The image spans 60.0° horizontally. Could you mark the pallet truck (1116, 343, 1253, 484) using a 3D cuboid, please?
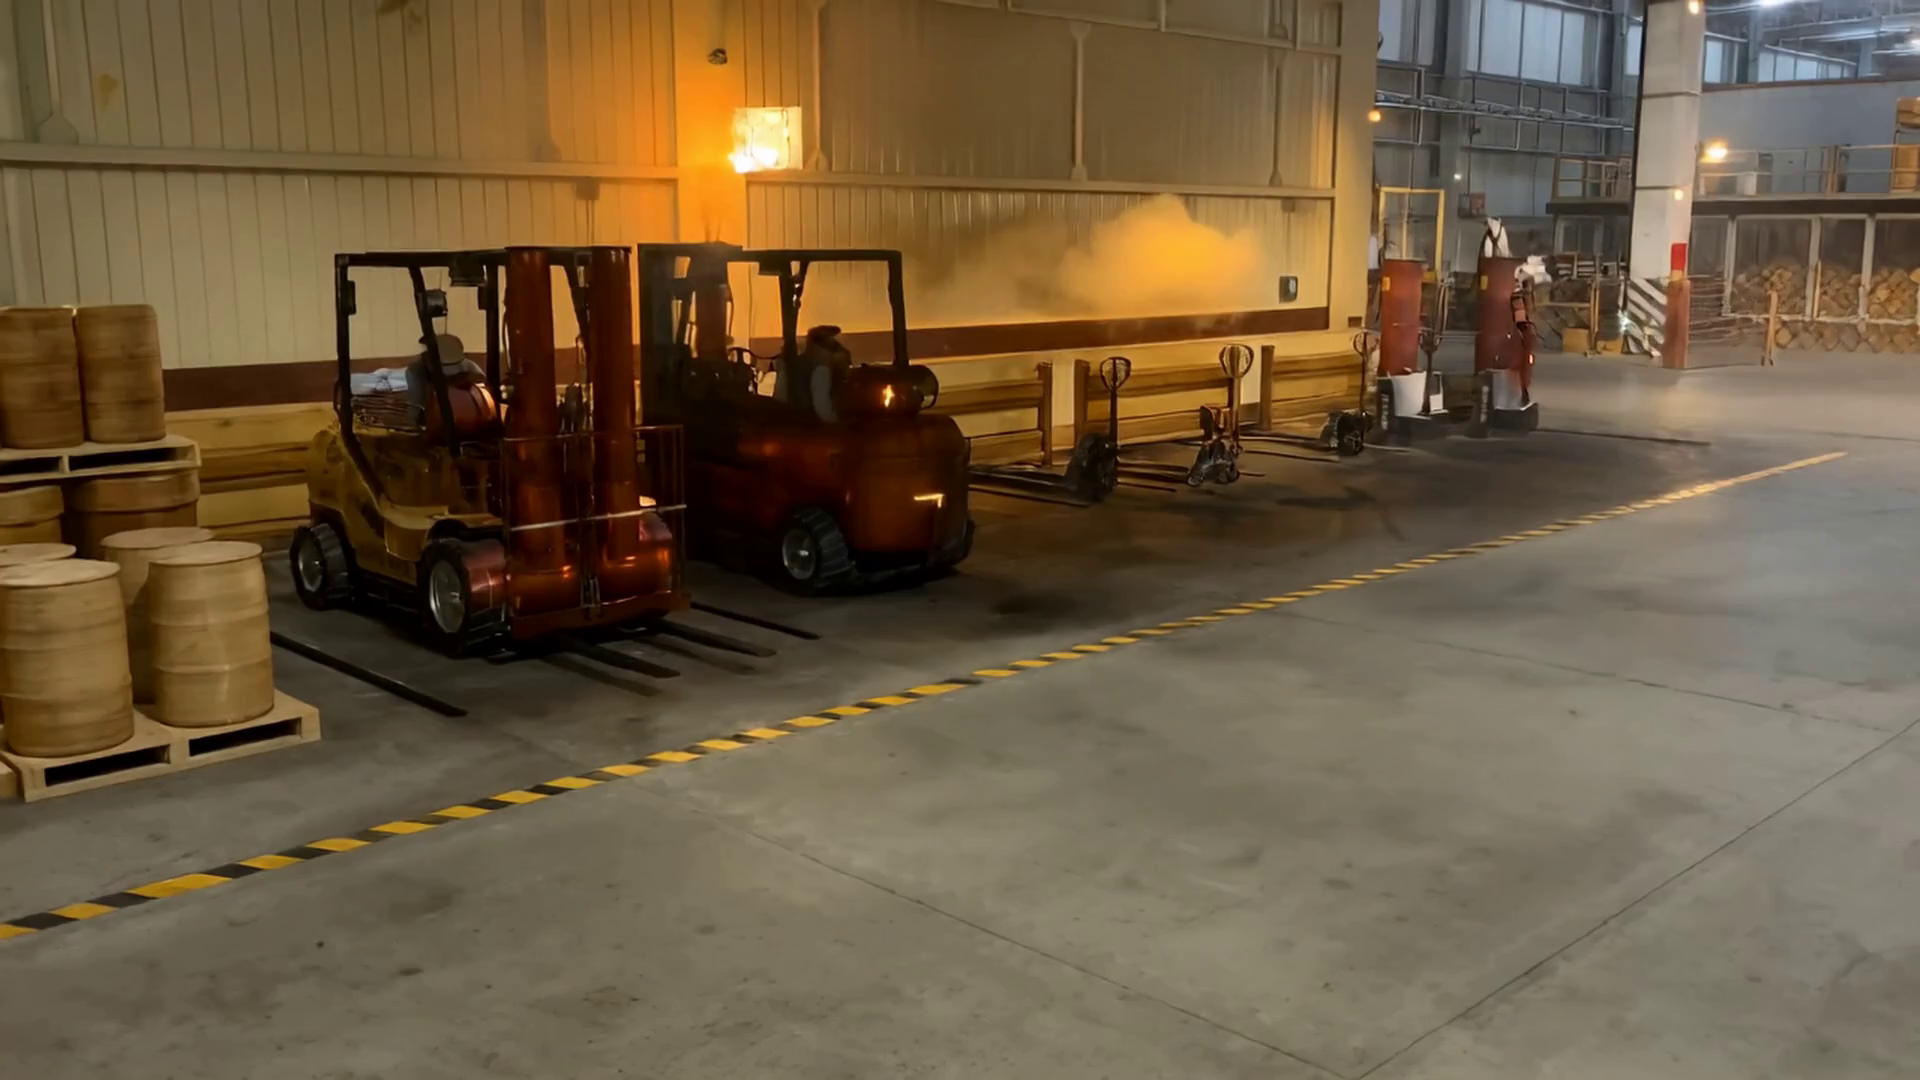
[{"bbox_3d":[1.962,-1.215,15.415,1.522,1.261,0.704,10,14,43],"label":"pallet truck"}]

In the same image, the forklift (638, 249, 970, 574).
[{"bbox_3d":[-1.173,-0.958,11.239,2.680,1.987,1.157,10,14,43],"label":"forklift"}]

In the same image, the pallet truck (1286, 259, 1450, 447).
[{"bbox_3d":[4.493,-2.078,18.196,0.823,1.965,1.885,-9,14,-40],"label":"pallet truck"}]

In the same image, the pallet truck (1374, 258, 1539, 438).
[{"bbox_3d":[5.704,-2.208,18.901,1.885,1.965,0.823,10,14,43],"label":"pallet truck"}]

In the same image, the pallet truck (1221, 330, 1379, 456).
[{"bbox_3d":[3.563,-1.581,17.381,0.653,1.274,1.630,-10,14,-44],"label":"pallet truck"}]

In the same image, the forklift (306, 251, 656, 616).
[{"bbox_3d":[-2.833,-0.669,9.694,1.157,1.987,2.680,-10,14,-44],"label":"forklift"}]

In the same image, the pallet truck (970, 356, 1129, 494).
[{"bbox_3d":[0.784,-1.085,14.876,0.680,1.201,1.601,-10,14,-44],"label":"pallet truck"}]
